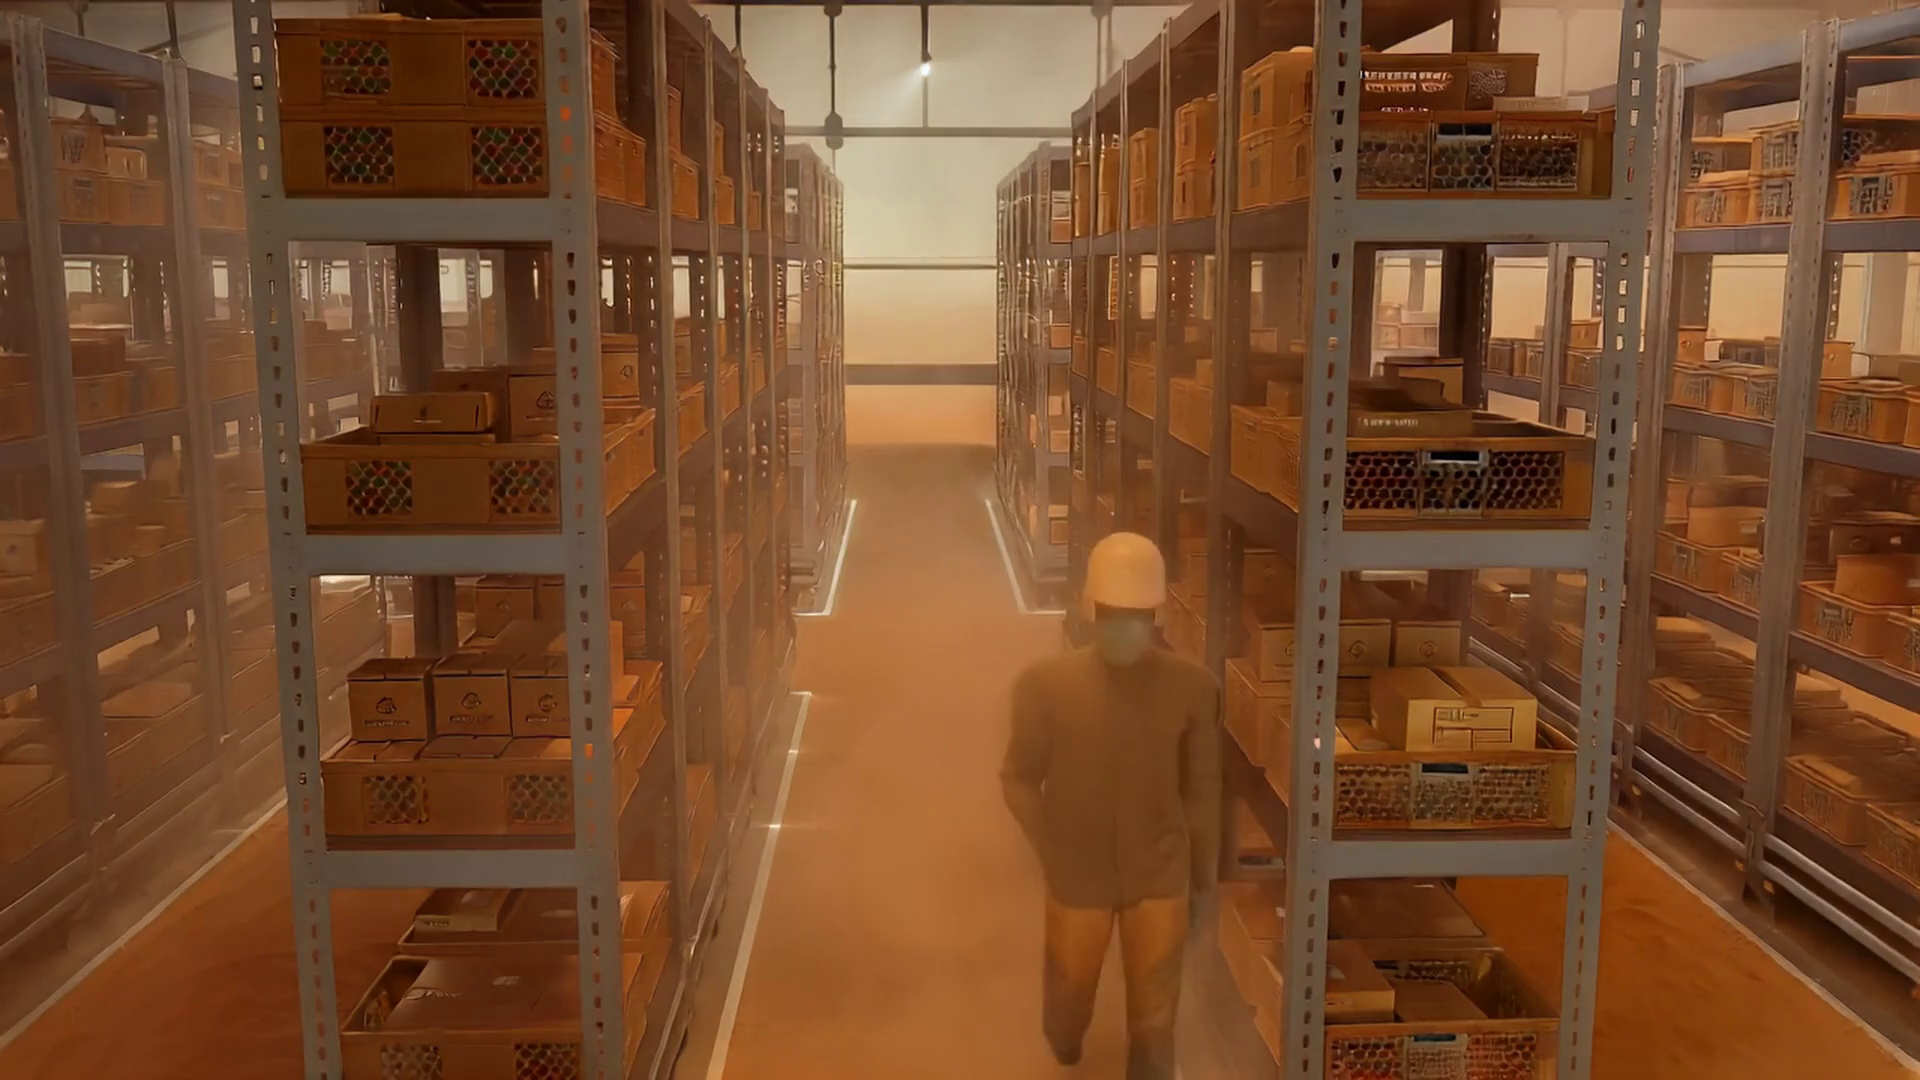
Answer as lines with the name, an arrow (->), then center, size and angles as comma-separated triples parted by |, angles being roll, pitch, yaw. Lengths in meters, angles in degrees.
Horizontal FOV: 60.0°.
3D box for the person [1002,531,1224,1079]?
person -> 0.431, 0.929, 4.751 | 0.631, 1.972, 0.798 | 0, 9, -2
